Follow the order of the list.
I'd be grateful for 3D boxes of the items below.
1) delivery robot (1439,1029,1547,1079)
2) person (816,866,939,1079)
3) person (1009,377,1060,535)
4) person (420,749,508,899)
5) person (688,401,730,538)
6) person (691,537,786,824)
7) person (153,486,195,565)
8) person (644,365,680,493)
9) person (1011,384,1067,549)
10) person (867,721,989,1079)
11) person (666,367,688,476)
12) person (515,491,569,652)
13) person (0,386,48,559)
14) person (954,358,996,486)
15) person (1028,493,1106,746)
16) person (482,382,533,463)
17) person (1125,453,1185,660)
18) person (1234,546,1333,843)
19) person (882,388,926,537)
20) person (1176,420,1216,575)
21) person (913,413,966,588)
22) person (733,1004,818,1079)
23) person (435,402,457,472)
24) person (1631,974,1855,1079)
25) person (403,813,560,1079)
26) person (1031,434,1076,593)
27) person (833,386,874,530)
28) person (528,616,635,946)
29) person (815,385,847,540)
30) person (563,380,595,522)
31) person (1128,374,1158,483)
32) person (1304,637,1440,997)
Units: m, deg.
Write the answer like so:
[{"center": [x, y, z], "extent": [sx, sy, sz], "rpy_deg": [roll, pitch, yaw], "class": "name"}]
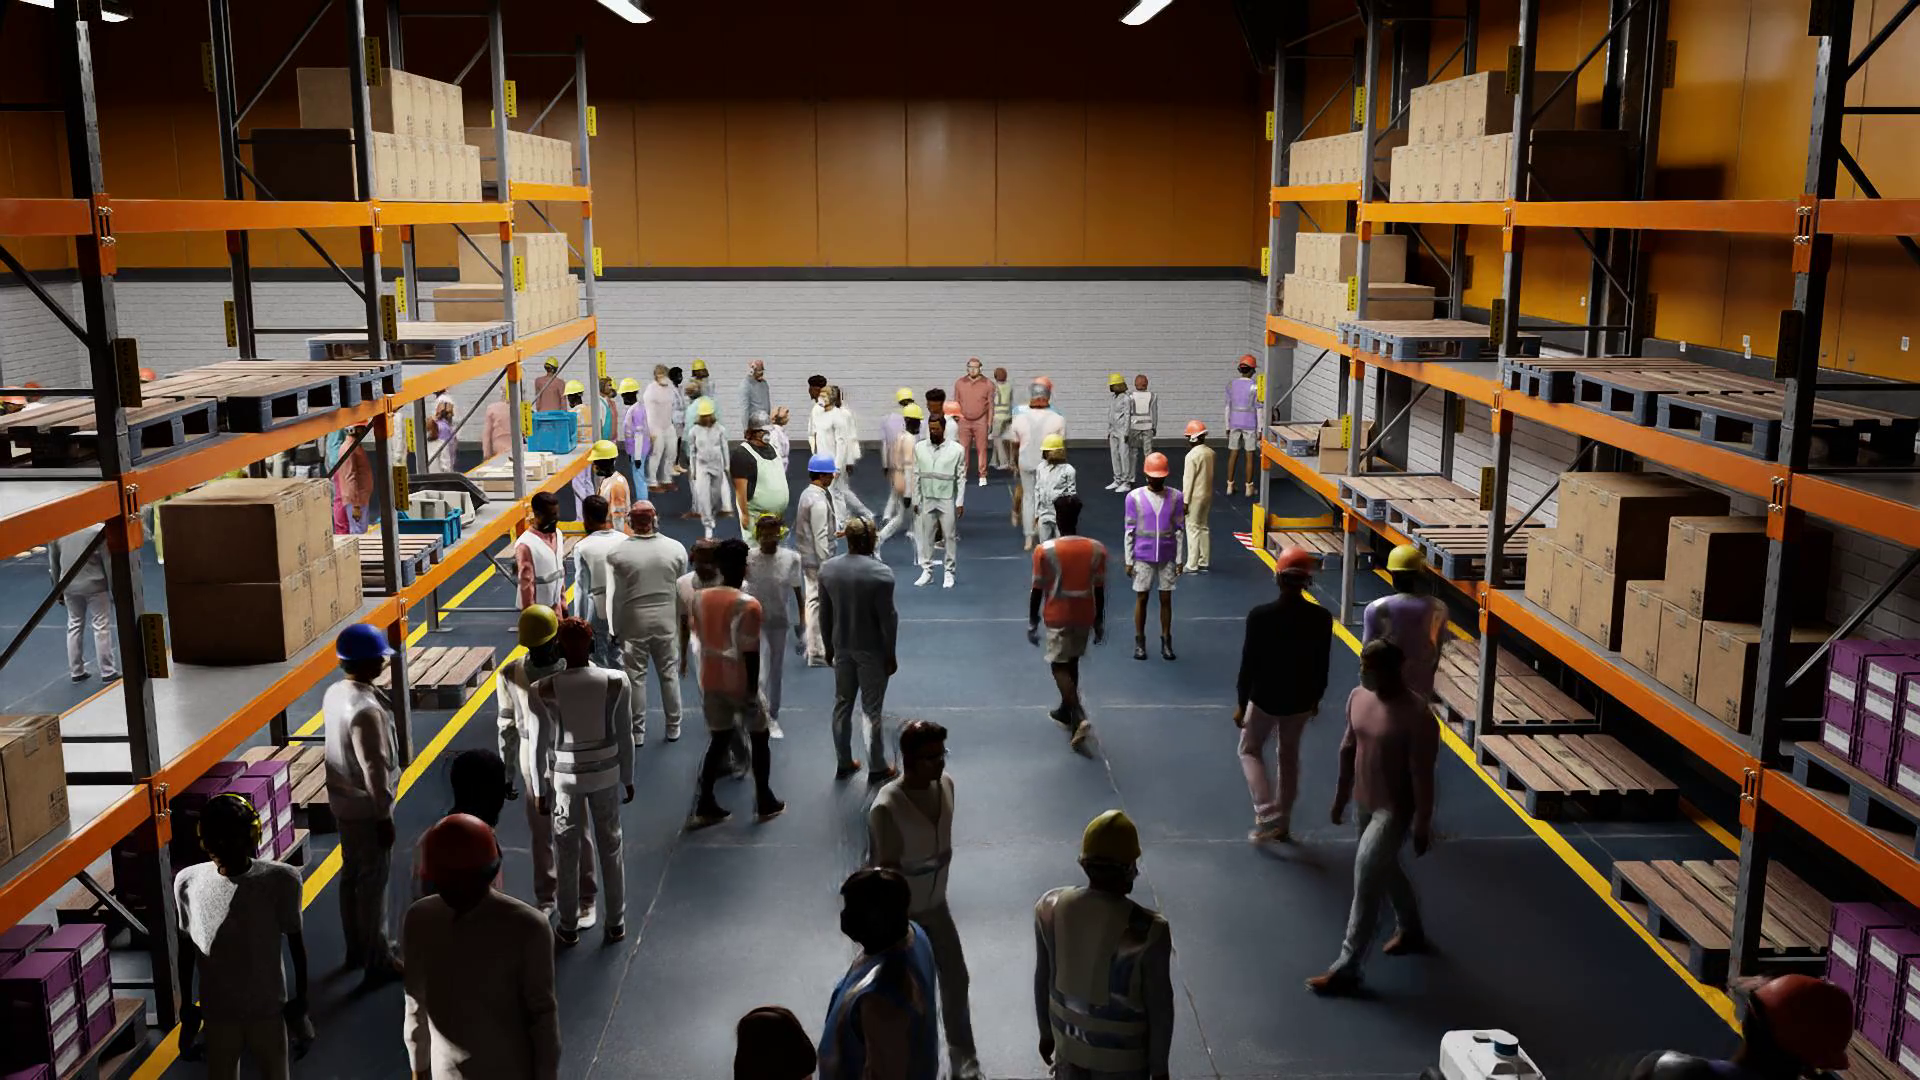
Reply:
[{"center": [2.350, 2.381, 7.198], "extent": [0.477, 0.478, 0.707], "rpy_deg": [-1, 11, -5], "class": "delivery robot"}, {"center": [-0.292, 2.036, 5.935], "extent": [0.429, 1.842, 0.629], "rpy_deg": [1, 11, 3], "class": "person"}, {"center": [0.938, -1.089, 21.265], "extent": [0.638, 1.975, 0.910], "rpy_deg": [0, 11, -2], "class": "person"}, {"center": [-2.052, 1.797, 6.983], "extent": [0.457, 1.896, 0.624], "rpy_deg": [1, 11, 3], "class": "person"}, {"center": [-3.199, -0.933, 21.130], "extent": [0.488, 1.716, 0.810], "rpy_deg": [-4, 12, -17], "class": "person"}, {"center": [-1.555, 0.948, 11.134], "extent": [0.628, 1.932, 0.644], "rpy_deg": [8, 14, 34], "class": "person"}, {"center": [-9.184, -0.669, 19.300], "extent": [0.586, 1.920, 0.397], "rpy_deg": [-3, 12, -15], "class": "person"}, {"center": [-4.337, -1.594, 23.980], "extent": [0.563, 1.895, 0.647], "rpy_deg": [8, 14, 34], "class": "person"}, {"center": [0.999, -0.944, 20.364], "extent": [0.696, 2.000, 0.904], "rpy_deg": [3, 12, 15], "class": "person"}, {"center": [-0.136, 1.716, 7.601], "extent": [0.841, 1.814, 0.569], "rpy_deg": [9, 14, 38], "class": "person"}, {"center": [-4.411, -1.842, 25.759], "extent": [0.321, 1.690, 0.536], "rpy_deg": [3, 12, 13], "class": "person"}, {"center": [-3.311, 0.550, 13.215], "extent": [0.405, 1.909, 0.597], "rpy_deg": [3, 12, 14], "class": "person"}, {"center": [-11.116, -0.805, 19.667], "extent": [0.387, 2.039, 0.615], "rpy_deg": [1, 11, 5], "class": "person"}, {"center": [0.199, -1.751, 24.753], "extent": [0.650, 1.907, 0.403], "rpy_deg": [2, 11, 11], "class": "person"}, {"center": [0.862, 0.605, 12.886], "extent": [0.613, 1.938, 0.906], "rpy_deg": [-4, 12, -20], "class": "person"}, {"center": [-5.891, -1.123, 21.677], "extent": [0.684, 1.876, 0.450], "rpy_deg": [-6, 13, -26], "class": "person"}, {"center": [1.775, 0.151, 15.179], "extent": [0.548, 1.925, 0.392], "rpy_deg": [-1, 11, -3], "class": "person"}, {"center": [2.054, 1.011, 10.711], "extent": [0.640, 1.978, 0.497], "rpy_deg": [-3, 12, -13], "class": "person"}, {"center": [-0.719, -0.933, 20.688], "extent": [0.617, 1.893, 0.684], "rpy_deg": [3, 12, 16], "class": "person"}, {"center": [2.664, -0.483, 18.819], "extent": [0.355, 1.739, 0.573], "rpy_deg": [8, 14, 36], "class": "person"}, {"center": [-0.225, -0.438, 18.138], "extent": [0.590, 1.918, 0.389], "rpy_deg": [4, 12, 20], "class": "person"}, {"center": [-0.589, 2.255, 5.344], "extent": [0.287, 1.635, 0.499], "rpy_deg": [1, 11, 7], "class": "person"}, {"center": [-6.677, -0.980, 21.583], "extent": [0.312, 1.632, 0.526], "rpy_deg": [-5, 12, -25], "class": "person"}, {"center": [2.141, 2.174, 4.899], "extent": [0.784, 1.996, 0.398], "rpy_deg": [8, 14, 34], "class": "person"}, {"center": [-1.757, 1.935, 6.077], "extent": [0.618, 1.986, 0.408], "rpy_deg": [3, 12, 15], "class": "person"}, {"center": [0.997, -0.264, 17.709], "extent": [0.492, 1.740, 0.319], "rpy_deg": [8, 14, 34], "class": "person"}, {"center": [-1.459, -1.018, 21.149], "extent": [0.543, 1.878, 0.665], "rpy_deg": [-2, 11, -10], "class": "person"}, {"center": [-2.103, 1.346, 9.296], "extent": [0.575, 1.880, 0.358], "rpy_deg": [-4, 12, -17], "class": "person"}, {"center": [-1.622, -0.961, 20.708], "extent": [0.370, 1.940, 0.630], "rpy_deg": [-7, 13, -31], "class": "person"}, {"center": [-4.919, -1.104, 21.499], "extent": [0.399, 1.913, 0.591], "rpy_deg": [2, 12, 12], "class": "person"}, {"center": [2.709, -1.663, 24.981], "extent": [0.525, 1.639, 0.307], "rpy_deg": [-1, 11, -7], "class": "person"}, {"center": [2.253, 1.428, 8.902], "extent": [0.987, 1.875, 0.646], "rpy_deg": [-5, 12, -24], "class": "person"}]
